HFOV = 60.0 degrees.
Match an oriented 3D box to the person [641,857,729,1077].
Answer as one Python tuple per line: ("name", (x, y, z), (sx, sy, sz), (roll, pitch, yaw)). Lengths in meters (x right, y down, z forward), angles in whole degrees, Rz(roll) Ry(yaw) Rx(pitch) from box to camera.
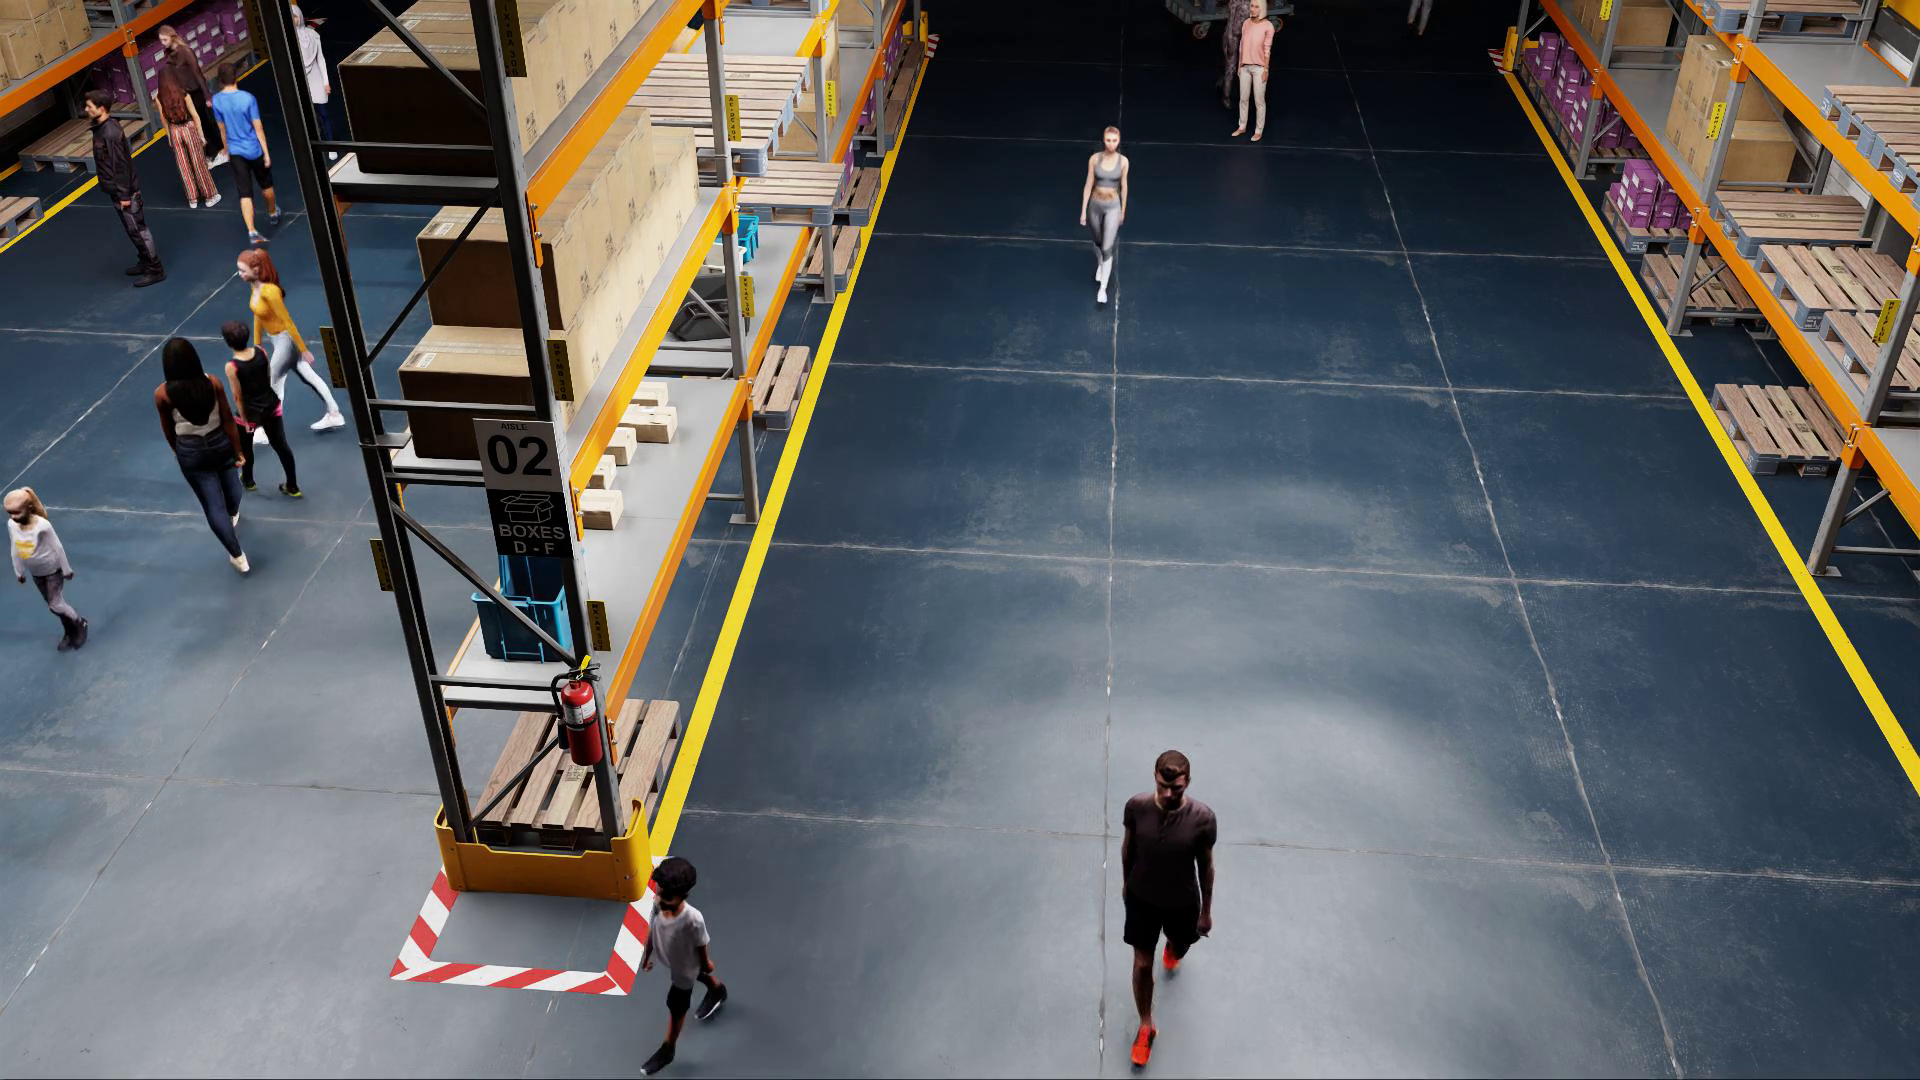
("person", (-1.400, 2.096, 8.597), (0.785, 1.226, 0.949), (22, 40, 30))

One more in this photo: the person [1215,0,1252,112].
("person", (3.352, -6.208, 20.659), (0.767, 1.704, 0.827), (-25, 41, -32))

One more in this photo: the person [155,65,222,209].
("person", (-8.418, -4.389, 18.049), (0.591, 1.563, 0.580), (-4, 34, -6))

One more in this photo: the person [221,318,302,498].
("person", (-5.432, -1.000, 12.980), (0.858, 1.531, 0.872), (22, 39, 29))

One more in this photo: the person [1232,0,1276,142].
("person", (3.502, -5.623, 19.761), (0.671, 1.722, 0.696), (25, 41, 32))

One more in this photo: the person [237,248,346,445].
("person", (-5.491, -1.607, 13.738), (1.110, 1.701, 1.102), (-19, 38, -27))

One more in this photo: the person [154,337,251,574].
("person", (-5.457, -0.569, 12.124), (1.076, 1.761, 1.214), (-19, 38, -26))

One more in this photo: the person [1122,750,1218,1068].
("person", (1.079, 1.774, 8.541), (0.818, 1.825, 1.189), (9, 35, 14))

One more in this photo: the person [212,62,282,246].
("person", (-7.366, -3.919, 17.111), (0.870, 1.819, 1.330), (-7, 34, -10))

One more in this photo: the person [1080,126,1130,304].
("person", (1.403, -3.217, 16.198), (0.643, 1.660, 1.124), (5, 34, 8))

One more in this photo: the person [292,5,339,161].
("person", (-7.506, -5.274, 19.190), (0.667, 1.775, 0.618), (-5, 34, -7))

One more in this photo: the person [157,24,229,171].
("person", (-8.673, -5.082, 18.996), (0.800, 1.668, 0.880), (15, 37, 22))

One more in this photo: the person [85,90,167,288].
("person", (-8.218, -3.477, 16.332), (0.851, 1.944, 0.760), (-20, 38, -27))

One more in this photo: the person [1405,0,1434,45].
("person", (6.365, -7.598, 22.787), (0.778, 1.663, 0.908), (15, 36, 21))

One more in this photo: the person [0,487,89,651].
("person", (-6.259, 0.162, 11.467), (0.522, 1.270, 0.540), (8, 34, 12))
